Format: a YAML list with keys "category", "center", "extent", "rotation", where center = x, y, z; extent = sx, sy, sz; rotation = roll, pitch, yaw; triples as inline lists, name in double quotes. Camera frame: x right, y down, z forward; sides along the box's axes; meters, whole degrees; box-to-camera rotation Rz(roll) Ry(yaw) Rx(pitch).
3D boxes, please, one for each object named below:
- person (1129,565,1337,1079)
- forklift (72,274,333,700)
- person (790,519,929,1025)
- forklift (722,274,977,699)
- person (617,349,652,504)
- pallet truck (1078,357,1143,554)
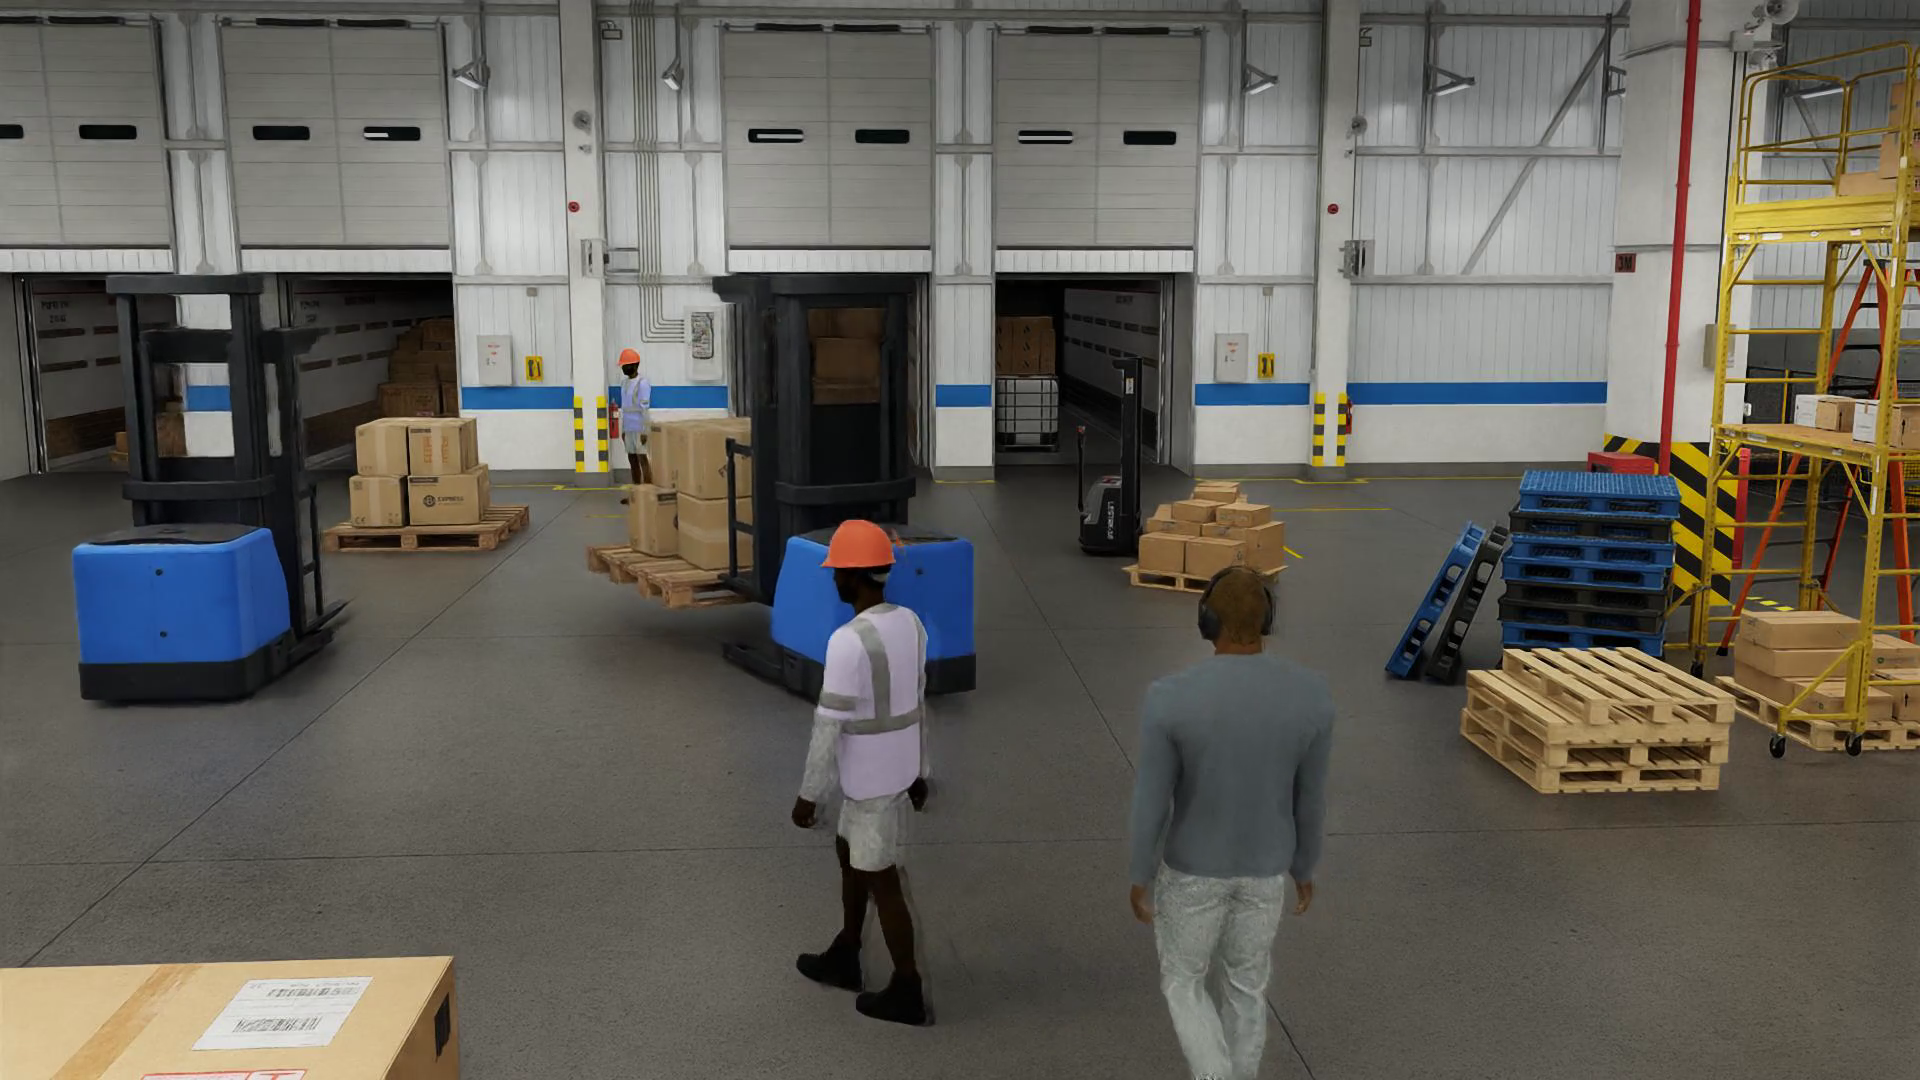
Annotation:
- category: "person"
  center: [0.842, 1.039, 5.216]
  extent: [0.637, 1.931, 0.532]
  rotation: [-1, 9, -8]
- category: "forklift"
  center: [-5.266, -0.440, 11.507]
  extent: [1.129, 2.768, 1.873]
  rotation: [-1, 9, -4]
- category: "person"
  center: [-0.439, 0.873, 6.321]
  extent: [0.787, 1.911, 0.547]
  rotation: [4, 10, 24]
- category: "forklift"
  center: [-0.776, -0.420, 11.382]
  extent: [1.129, 2.768, 1.873]
  rotation: [-5, 10, -30]
- category: "person"
  center: [-3.994, -1.373, 20.355]
  extent: [0.389, 1.930, 0.544]
  rotation: [-8, 12, -41]
- category: "pallet truck"
  center: [2.088, -0.836, 16.757]
  extent: [1.885, 1.965, 0.823]
  rotation: [2, 9, 13]
